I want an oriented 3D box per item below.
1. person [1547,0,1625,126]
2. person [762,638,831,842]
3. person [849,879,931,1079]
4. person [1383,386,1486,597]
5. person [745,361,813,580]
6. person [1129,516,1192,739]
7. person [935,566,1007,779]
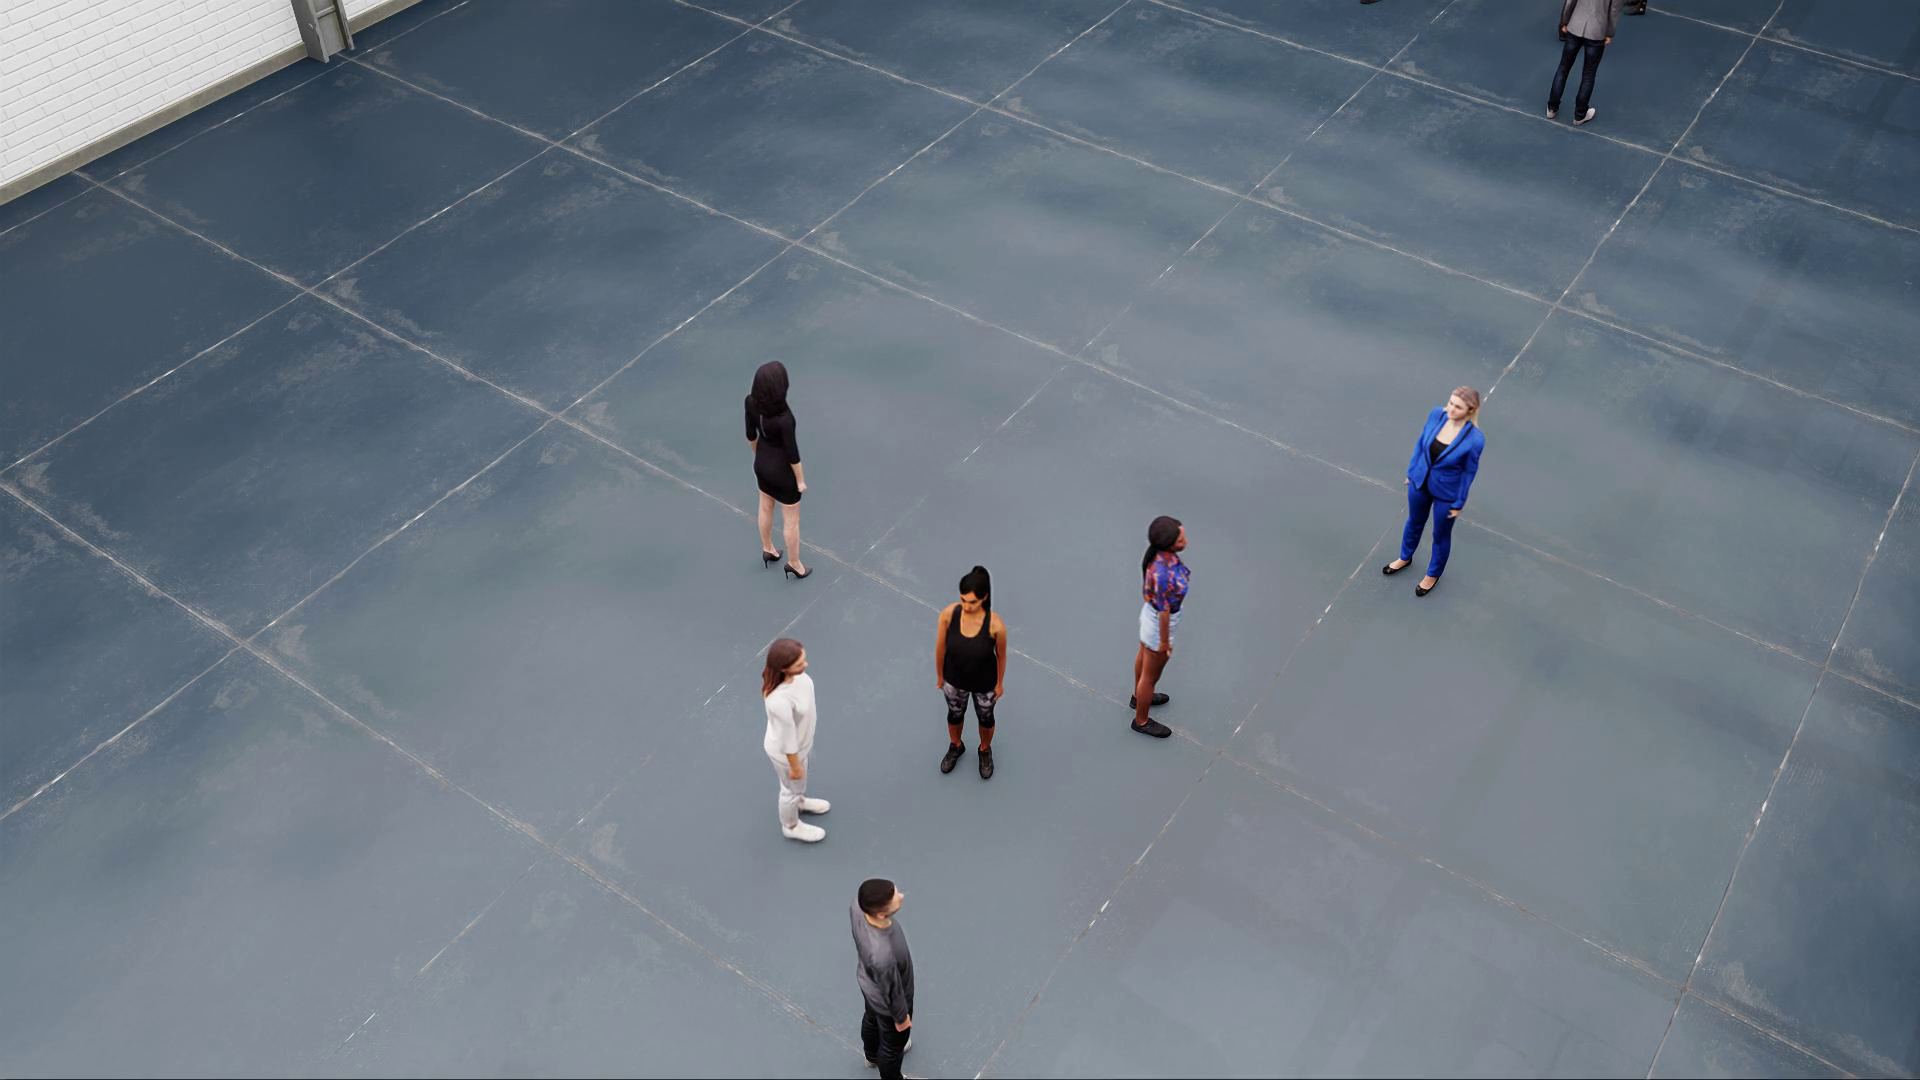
[{"bbox_3d":[6.030,-4.903,15.947,0.663,1.874,0.574,26,49,25],"label":"person"},{"bbox_3d":[-0.995,1.153,9.727,0.747,1.685,0.654,0,44,0],"label":"person"},{"bbox_3d":[-0.384,2.279,8.490,0.714,1.761,0.702,-17,46,-17],"label":"person"},{"bbox_3d":[3.257,-0.360,11.304,0.631,1.700,0.671,-30,51,-28],"label":"person"},{"bbox_3d":[-1.250,-0.464,11.338,0.618,1.804,0.508,31,52,28],"label":"person"},{"bbox_3d":[1.233,0.516,10.356,0.726,1.741,0.620,3,44,3],"label":"person"},{"bbox_3d":[0.071,0.806,10.108,0.647,1.661,0.636,7,44,8],"label":"person"}]
